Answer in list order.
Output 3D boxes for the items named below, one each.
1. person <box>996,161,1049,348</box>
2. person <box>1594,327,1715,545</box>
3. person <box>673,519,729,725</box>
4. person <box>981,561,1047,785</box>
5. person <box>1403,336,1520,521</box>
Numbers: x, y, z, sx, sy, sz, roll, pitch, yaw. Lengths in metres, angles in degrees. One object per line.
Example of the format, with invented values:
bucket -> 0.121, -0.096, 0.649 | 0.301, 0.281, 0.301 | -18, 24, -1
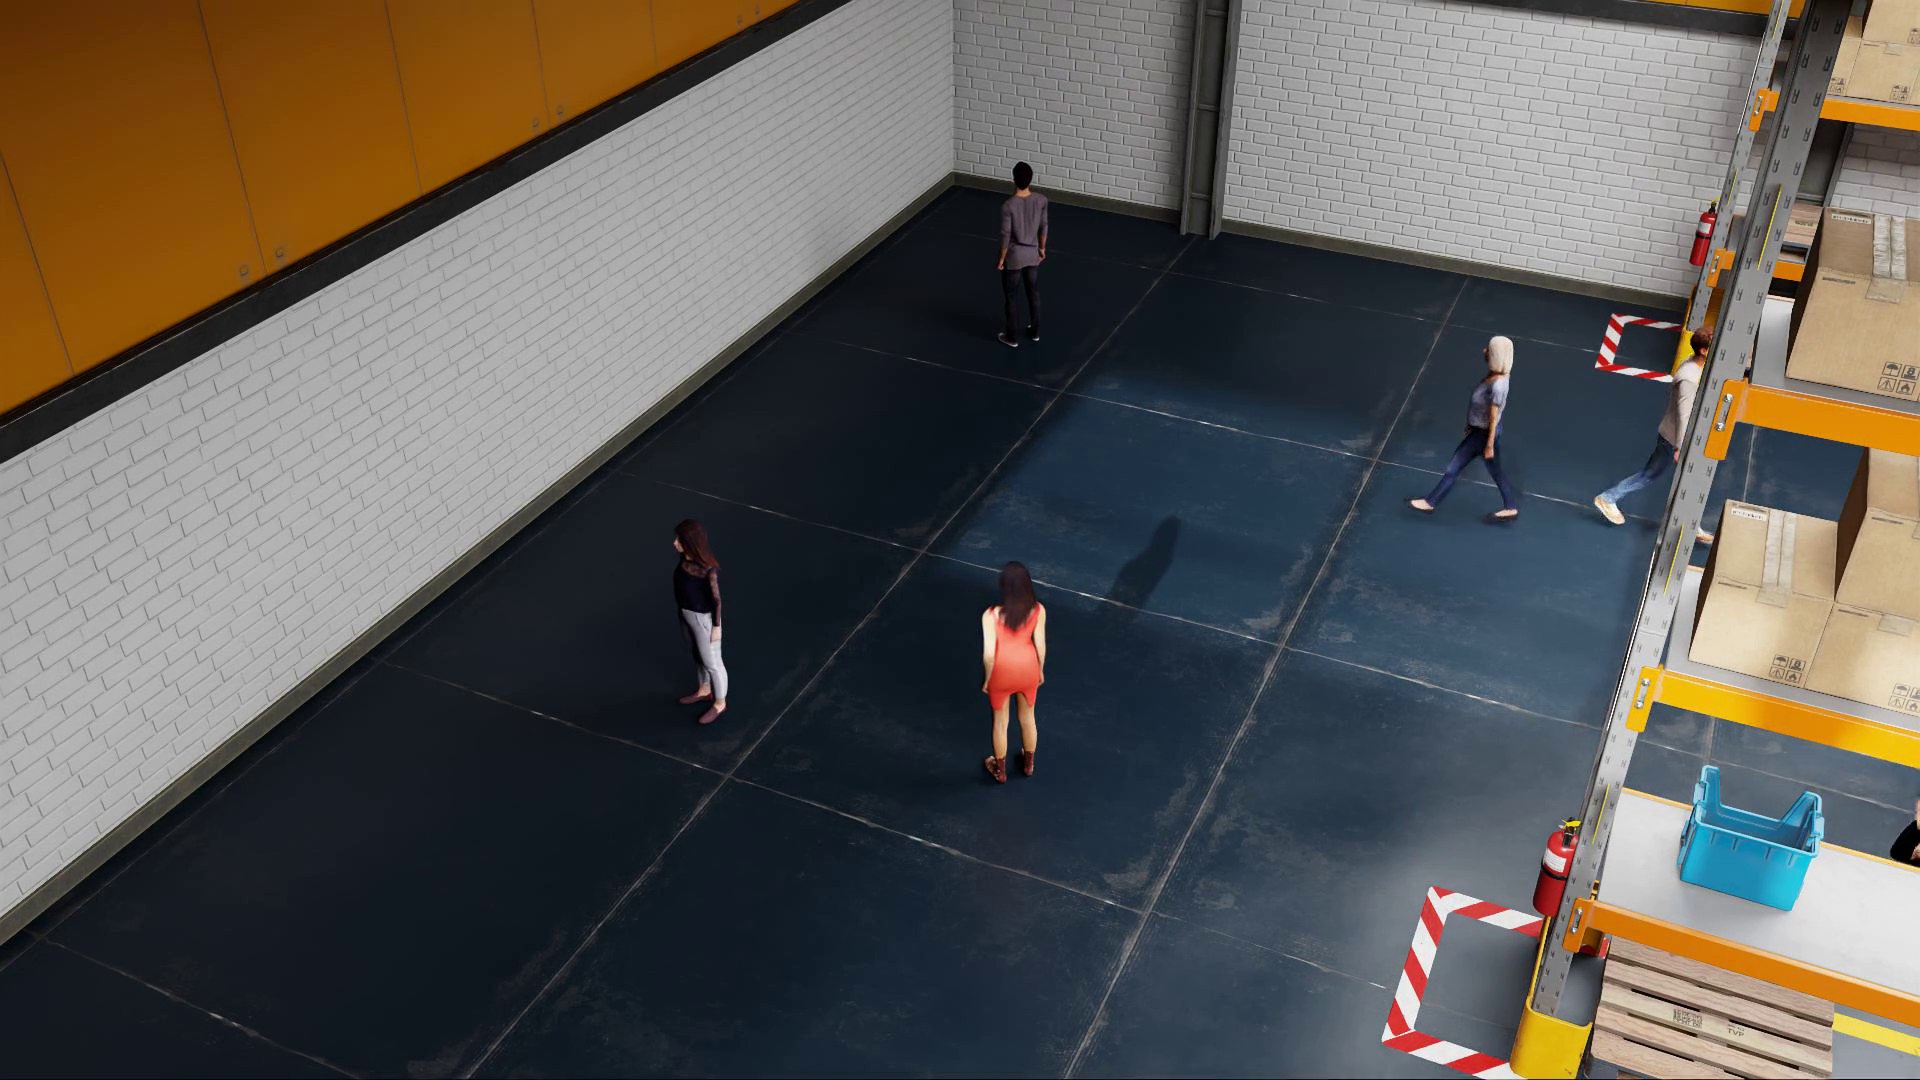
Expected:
person -> 0.601, -2.778, 16.167 | 0.742, 1.854, 0.769 | -15, 37, -22
person -> 5.633, -0.846, 13.252 | 1.274, 1.862, 0.832 | 22, 39, 29
person -> -1.793, 0.546, 11.389 | 0.737, 1.607, 0.615 | -22, 40, -30
person -> 0.345, 0.867, 10.801 | 0.656, 1.723, 0.729 | -9, 35, -13
person -> 4.315, -0.836, 13.413 | 1.143, 1.669, 0.609 | 12, 35, 17
